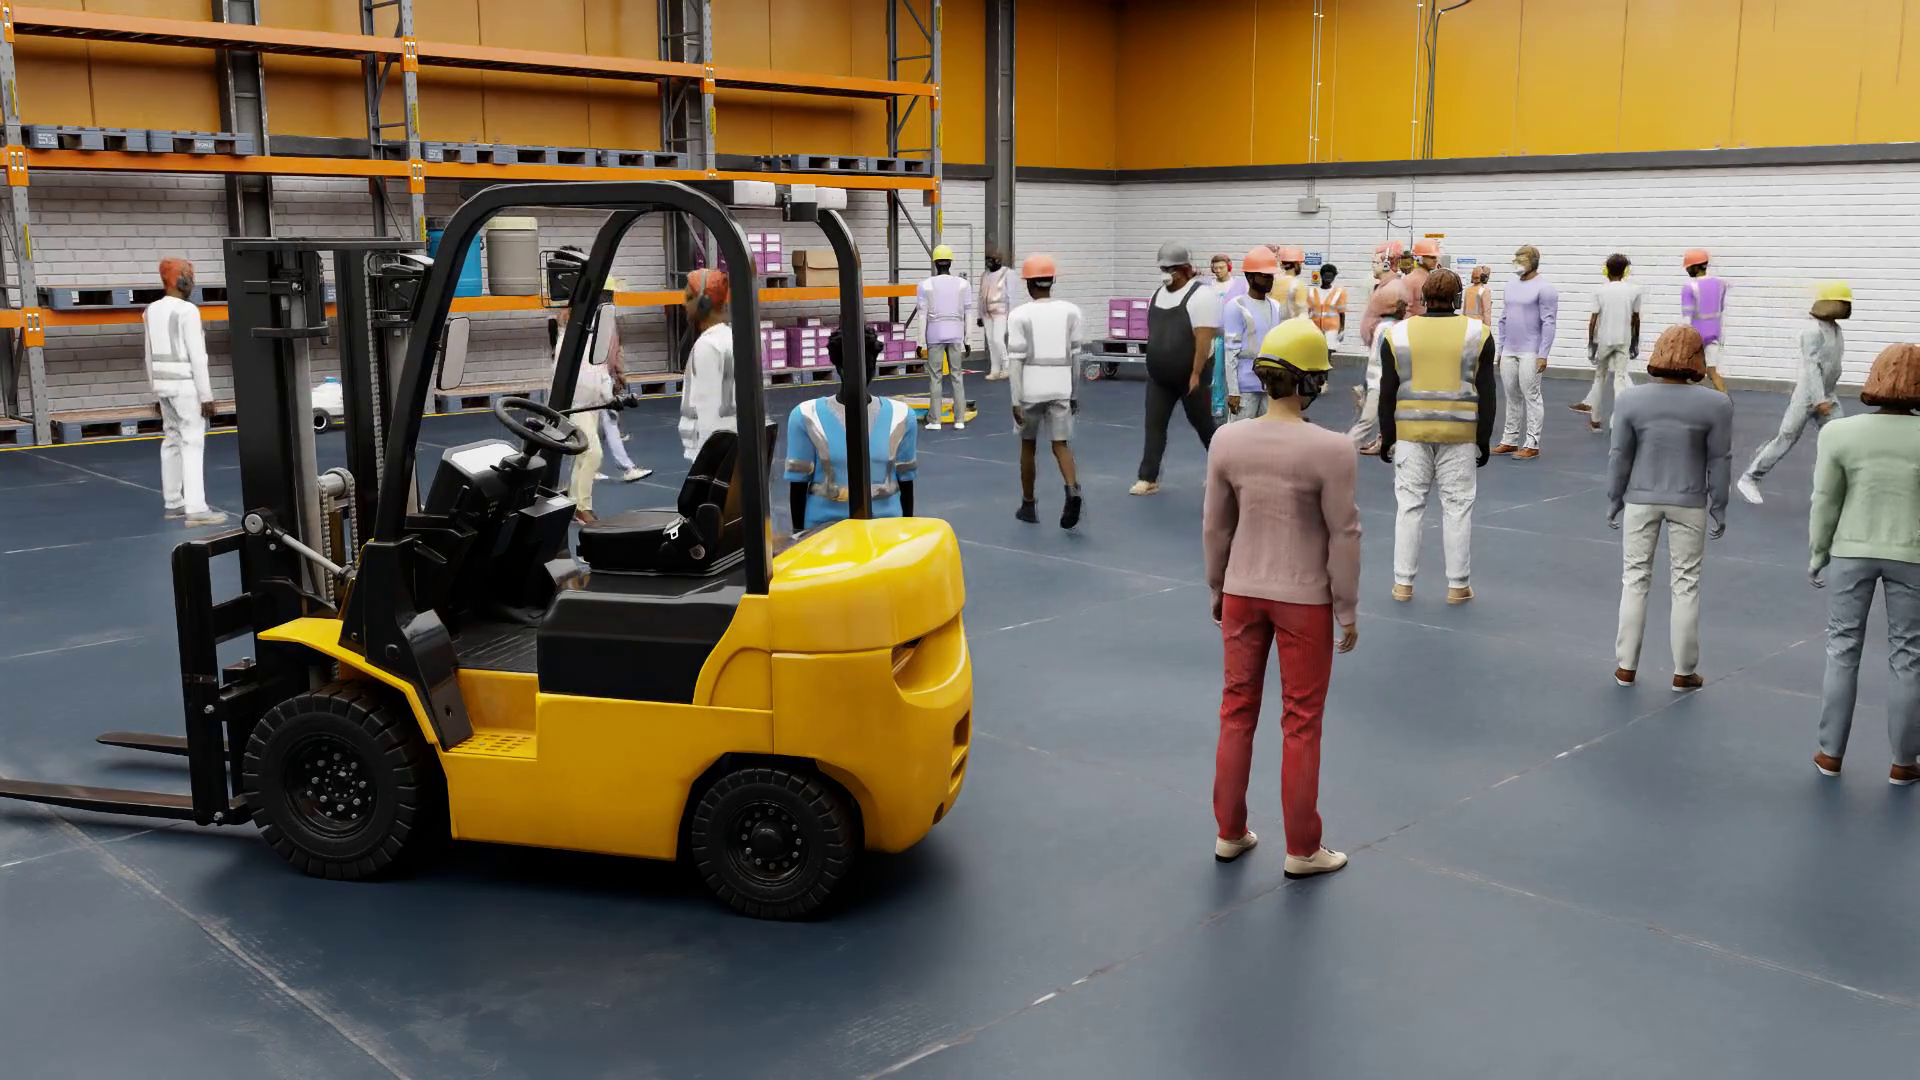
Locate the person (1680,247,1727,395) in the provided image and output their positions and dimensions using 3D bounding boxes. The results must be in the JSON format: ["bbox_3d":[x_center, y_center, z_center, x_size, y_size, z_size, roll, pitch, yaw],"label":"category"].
[{"bbox_3d":[8.006,-2.183,17.840,0.575,1.904,0.840,-2,11,-10],"label":"person"}]

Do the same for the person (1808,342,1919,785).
[{"bbox_3d":[3.414,0.089,6.168,0.501,1.633,0.282,7,12,32],"label":"person"}]

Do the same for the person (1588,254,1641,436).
[{"bbox_3d":[6.650,-1.978,16.926,0.537,1.827,0.964,3,11,15],"label":"person"}]

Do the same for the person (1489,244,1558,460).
[{"bbox_3d":[5.104,-1.697,15.080,0.360,1.937,0.635,-5,11,-24],"label":"person"}]

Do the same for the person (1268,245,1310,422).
[{"bbox_3d":[3.460,-2.177,17.744,0.718,1.923,0.555,-5,11,-25],"label":"person"}]

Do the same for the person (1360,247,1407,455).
[{"bbox_3d":[3.905,-1.739,15.395,0.407,1.909,0.639,3,11,14],"label":"person"}]

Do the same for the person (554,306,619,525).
[{"bbox_3d":[-2.570,-0.892,11.576,0.491,1.617,0.502,3,11,16],"label":"person"}]

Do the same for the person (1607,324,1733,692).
[{"bbox_3d":[3.151,-0.140,7.420,0.507,1.632,0.264,6,12,28],"label":"person"}]

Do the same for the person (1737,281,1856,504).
[{"bbox_3d":[6.282,-1.068,12.314,0.480,1.702,0.916,-6,12,-31],"label":"person"}]

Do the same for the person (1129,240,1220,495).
[{"bbox_3d":[1.777,-1.390,13.123,0.683,2.000,0.996,9,14,42],"label":"person"}]

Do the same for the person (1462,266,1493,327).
[{"bbox_3d":[6.519,-2.631,20.989,0.311,1.638,0.521,-3,11,-16],"label":"person"}]

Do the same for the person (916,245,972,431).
[{"bbox_3d":[-0.173,-2.093,17.275,0.593,1.922,0.384,-3,11,-15],"label":"person"}]

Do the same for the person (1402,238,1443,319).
[{"bbox_3d":[4.667,-2.050,16.849,0.396,1.992,0.622,10,14,43],"label":"person"}]

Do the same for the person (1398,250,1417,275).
[{"bbox_3d":[5.506,-2.639,20.498,0.530,1.840,0.488,5,11,24],"label":"person"}]

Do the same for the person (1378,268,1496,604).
[{"bbox_3d":[2.623,-0.565,9.171,0.622,1.845,0.429,4,11,20],"label":"person"}]

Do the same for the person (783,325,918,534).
[{"bbox_3d":[-0.414,0.005,6.456,0.533,1.696,0.318,-3,11,-15],"label":"person"}]

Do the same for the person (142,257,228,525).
[{"bbox_3d":[-5.488,-1.050,11.739,0.578,1.882,0.368,6,12,31],"label":"person"}]

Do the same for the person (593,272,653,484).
[{"bbox_3d":[-2.844,-1.319,13.588,0.795,1.733,0.548,3,11,14],"label":"person"}]

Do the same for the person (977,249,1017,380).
[{"bbox_3d":[0.496,-3.137,23.242,0.445,1.824,0.652,-10,15,-44],"label":"person"}]

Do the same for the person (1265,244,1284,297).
[{"bbox_3d":[4.187,-3.039,22.504,0.407,1.902,0.639,-6,12,-30],"label":"person"}]

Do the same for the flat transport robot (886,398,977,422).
[{"bbox_3d":[-0.563,-1.429,18.163,1.431,0.197,0.652,2,11,9],"label":"flat transport robot"}]

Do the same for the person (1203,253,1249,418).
[{"bbox_3d":[2.924,-2.257,18.436,0.591,1.822,0.446,3,11,18],"label":"person"}]

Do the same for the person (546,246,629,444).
[{"bbox_3d":[-3.660,-1.896,16.243,0.854,1.929,0.393,-7,12,-32],"label":"person"}]

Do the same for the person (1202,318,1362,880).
[{"bbox_3d":[1.023,0.187,5.276,0.533,1.767,0.313,8,13,38],"label":"person"}]

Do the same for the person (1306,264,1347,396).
[{"bbox_3d":[4.532,-2.623,20.877,0.559,1.646,0.831,6,12,32],"label":"person"}]

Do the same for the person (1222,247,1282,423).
[{"bbox_3d":[2.098,-1.096,11.800,0.543,1.939,0.356,-9,14,-40],"label":"person"}]

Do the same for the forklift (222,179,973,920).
[{"bbox_3d":[-1.114,-0.058,5.440,2.313,2.155,1.214,2,11,13],"label":"forklift"}]

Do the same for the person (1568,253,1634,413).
[{"bbox_3d":[7.326,-2.293,18.664,0.540,1.823,0.971,-8,13,-36],"label":"person"}]

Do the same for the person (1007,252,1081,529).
[{"bbox_3d":[0.606,-1.020,11.479,0.554,1.911,0.812,-3,11,-14],"label":"person"}]

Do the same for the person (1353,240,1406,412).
[{"bbox_3d":[4.757,-2.381,18.722,0.757,1.974,0.630,-5,12,-26],"label":"person"}]

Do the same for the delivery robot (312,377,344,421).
[{"bbox_3d":[-6.503,-1.443,17.211,0.707,0.478,0.477,-9,13,-39],"label":"delivery robot"}]

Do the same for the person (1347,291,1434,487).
[{"bbox_3d":[3.346,-1.198,13.314,0.876,1.589,0.521,2,11,10],"label":"person"}]

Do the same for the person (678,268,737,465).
[{"bbox_3d":[-1.173,-0.437,8.420,0.712,1.864,0.583,1,10,6],"label":"person"}]
